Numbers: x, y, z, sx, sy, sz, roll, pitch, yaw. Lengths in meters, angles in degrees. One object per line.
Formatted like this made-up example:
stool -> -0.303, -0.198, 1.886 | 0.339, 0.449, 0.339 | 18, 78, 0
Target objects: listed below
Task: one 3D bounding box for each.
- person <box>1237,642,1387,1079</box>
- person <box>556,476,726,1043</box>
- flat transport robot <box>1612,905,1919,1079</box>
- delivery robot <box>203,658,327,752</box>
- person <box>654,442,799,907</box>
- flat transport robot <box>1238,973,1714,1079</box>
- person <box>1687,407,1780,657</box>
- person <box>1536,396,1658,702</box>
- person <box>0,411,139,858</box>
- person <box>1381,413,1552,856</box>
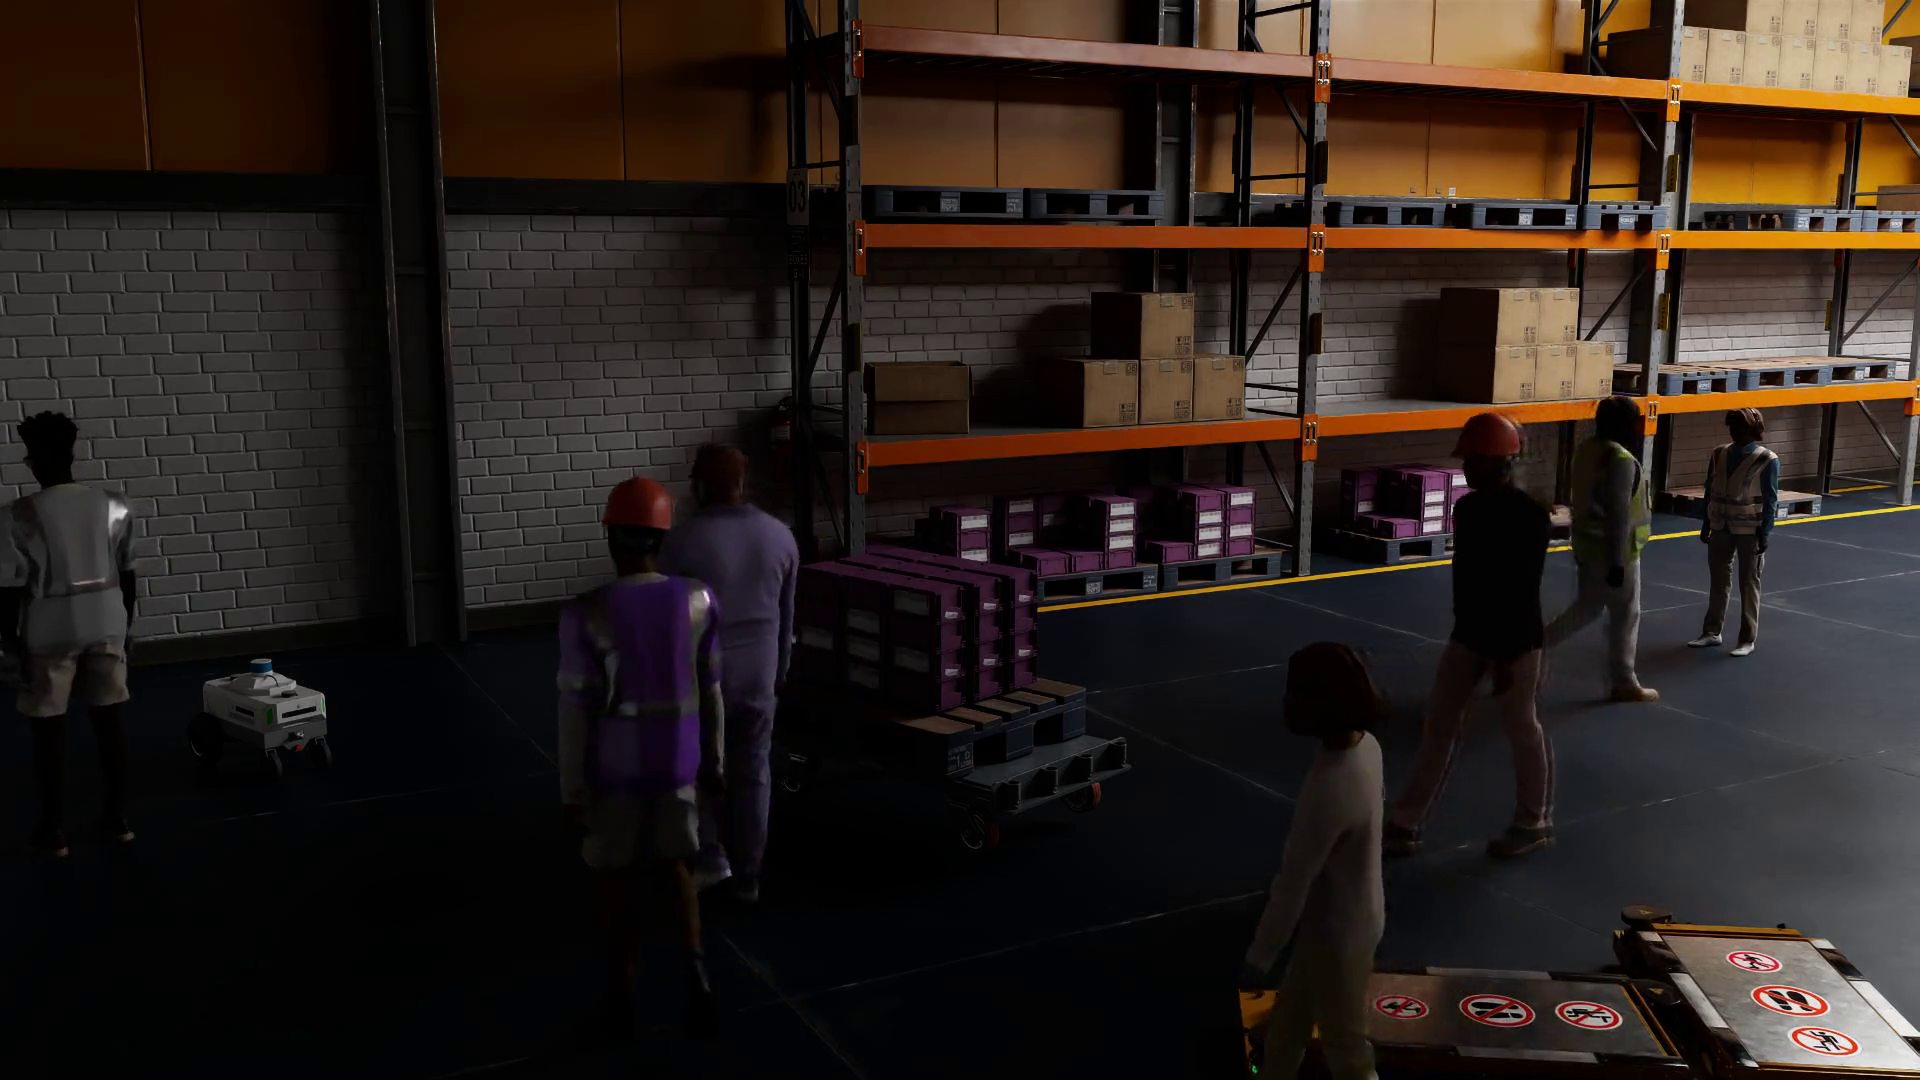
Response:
person -> 0.899, 1.070, 4.547 | 0.763, 1.602, 0.515 | 4, 11, 22
person -> -1.024, 0.758, 5.448 | 0.595, 1.916, 0.607 | -6, 11, -29
flat transport robot -> 2.690, 1.571, 5.487 | 0.652, 0.197, 1.431 | 1, 10, 6
delivery robot -> -3.572, 0.853, 8.539 | 0.707, 0.478, 0.477 | 8, 13, 39
person -> -0.967, 0.552, 6.688 | 0.660, 1.891, 0.424 | -7, 12, -37
flat transport robot -> 1.634, 1.598, 5.335 | 1.431, 0.197, 0.652 | 1, 10, 6
person -> 5.108, -0.059, 10.937 | 0.309, 1.641, 0.513 | -5, 11, -29
person -> 3.718, 0.059, 9.752 | 0.770, 1.821, 0.631 | 0, 10, -1
person -> -3.909, 0.411, 7.325 | 0.386, 1.957, 0.615 | 8, 13, 39
person -> 2.198, 0.441, 7.146 | 0.973, 1.946, 0.630 | -4, 11, -23
